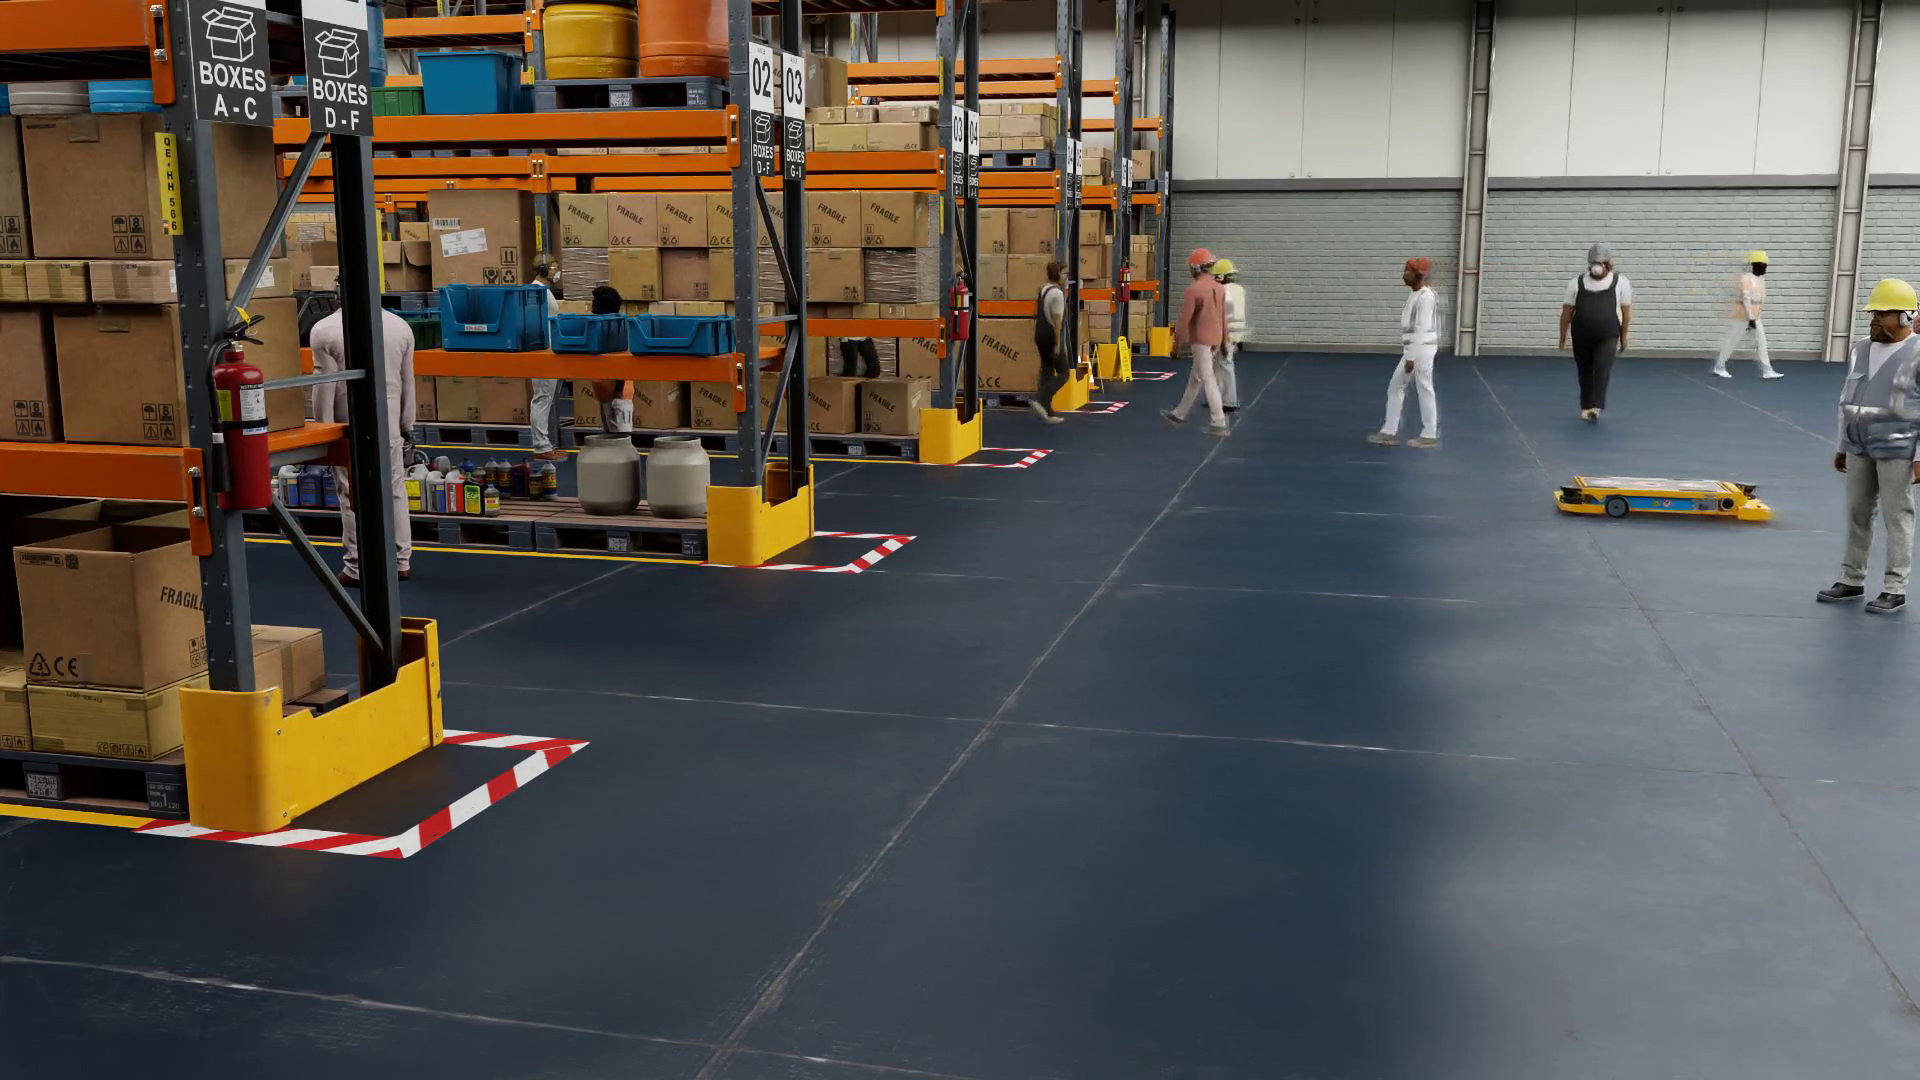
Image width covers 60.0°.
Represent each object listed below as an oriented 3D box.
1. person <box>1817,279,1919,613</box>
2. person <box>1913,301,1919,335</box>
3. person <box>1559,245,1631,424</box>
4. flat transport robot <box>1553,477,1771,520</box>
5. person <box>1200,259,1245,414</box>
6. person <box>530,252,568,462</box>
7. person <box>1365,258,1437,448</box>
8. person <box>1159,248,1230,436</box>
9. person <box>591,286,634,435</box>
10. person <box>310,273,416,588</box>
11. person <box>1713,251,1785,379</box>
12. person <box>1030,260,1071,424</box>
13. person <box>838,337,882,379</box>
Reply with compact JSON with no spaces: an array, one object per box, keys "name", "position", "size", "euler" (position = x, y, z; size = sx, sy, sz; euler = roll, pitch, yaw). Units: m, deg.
[{"name":"person","position":[5.080,-0.515,9.168],"size":[0.403,1.831,0.596],"euler":[-4,11,-20]},{"name":"person","position":[10.122,-2.021,17.290],"size":[0.651,1.913,0.410],"euler":[-8,13,-36]},{"name":"person","position":[7.083,-2.327,18.630],"size":[0.704,2.000,1.027],"euler":[6,12,29]},{"name":"flat transport robot","position":[5.224,-0.325,12.441],"size":[1.431,0.197,0.652],"euler":[3,11,15]},{"name":"person","position":[3.026,-2.393,19.624],"size":[0.704,1.807,0.627],"euler":[8,13,37]},{"name":"person","position":[-3.844,-1.681,15.371],"size":[0.364,1.934,0.625],"euler":[-2,10,-13]},{"name":"person","position":[4.356,-1.823,16.332],"size":[0.803,1.856,0.614],"euler":[0,10,2]},{"name":"person","position":[2.484,-2.101,17.639],"size":[1.037,1.937,0.648],"euler":[10,14,43]},{"name":"person","position":[-2.672,-1.099,12.776],"size":[0.318,1.695,0.539],"euler":[-4,11,-23]},{"name":"person","position":[-3.534,-0.673,9.836],"size":[0.409,1.906,0.651],"euler":[9,13,40]},{"name":"person","position":[11.662,-3.312,24.550],"size":[0.586,1.882,1.005],"euler":[-7,13,-35]},{"name":"person","position":[1.000,-2.178,18.413],"size":[0.436,1.824,0.514],"euler":[-5,11,-27]},{"name":"person","position":[-1.144,-2.268,18.540],"size":[0.579,1.952,0.629],"euler":[6,12,32]}]
